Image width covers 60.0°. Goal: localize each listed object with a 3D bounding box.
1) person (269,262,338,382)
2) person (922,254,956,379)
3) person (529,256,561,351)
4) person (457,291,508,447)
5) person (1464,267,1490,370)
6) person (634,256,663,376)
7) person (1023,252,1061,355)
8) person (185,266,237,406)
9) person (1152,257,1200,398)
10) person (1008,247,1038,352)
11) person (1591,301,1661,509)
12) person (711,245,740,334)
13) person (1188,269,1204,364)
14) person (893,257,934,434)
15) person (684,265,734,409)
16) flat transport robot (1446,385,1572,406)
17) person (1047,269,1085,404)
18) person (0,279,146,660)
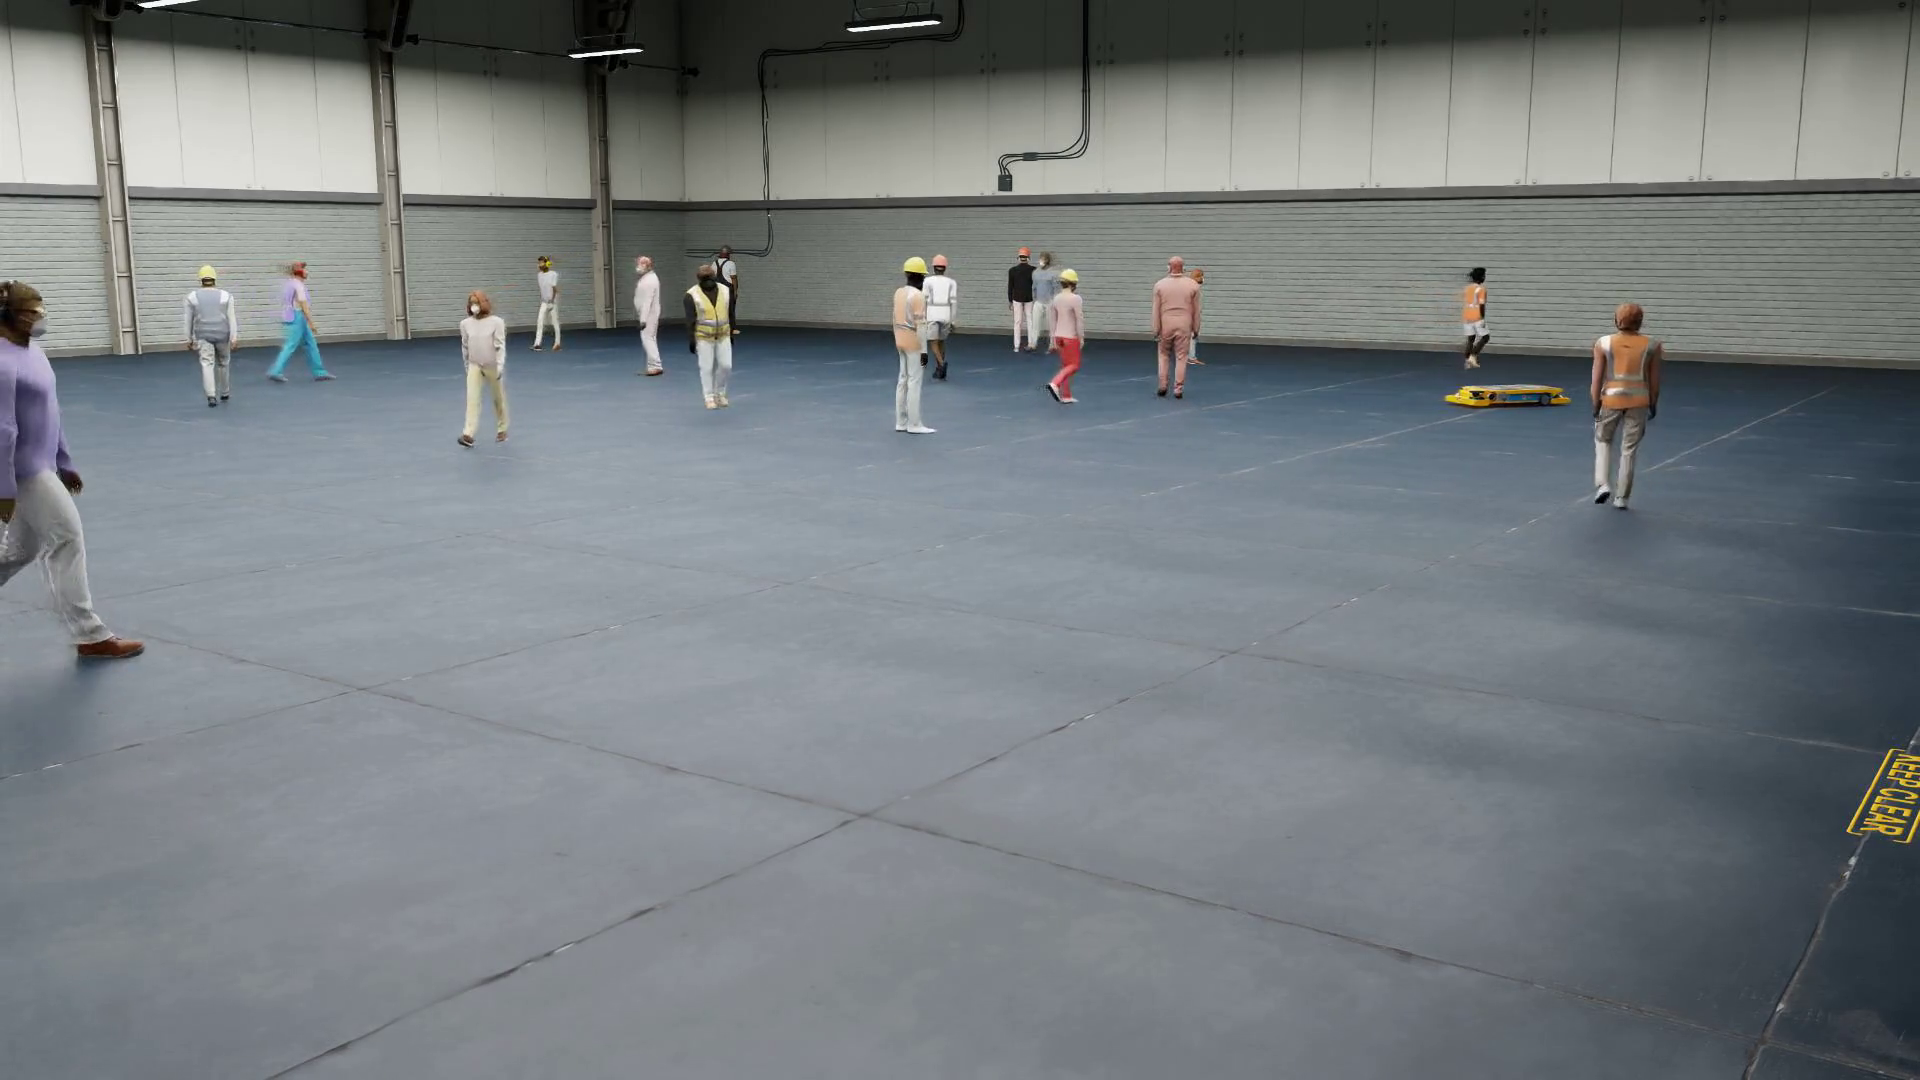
[{"bbox_3d":[-9.946,-3.268,24.976,0.971,1.807,0.562,-5,11,-26],"label":"person"},{"bbox_3d":[-0.306,-3.382,25.282,0.543,1.920,0.786,-3,11,-18],"label":"person"},{"bbox_3d":[-7.989,-4.530,31.983,0.494,1.827,0.905,4,11,23],"label":"person"},{"bbox_3d":[-4.908,-1.760,17.124,0.506,1.585,0.868,1,10,5],"label":"person"},{"bbox_3d":[8.465,-3.622,27.245,0.366,1.685,0.551,-2,10,-13],"label":"person"},{"bbox_3d":[-4.914,-3.517,26.199,0.428,1.876,0.731,-1,10,-4],"label":"person"},{"bbox_3d":[1.527,-4.366,30.836,0.653,1.894,0.976,7,12,33],"label":"person"},{"bbox_3d":[-9.642,-2.624,21.419,0.611,1.786,0.943,-4,11,-20],"label":"person"},{"bbox_3d":[2.921,-2.875,22.504,0.640,1.888,0.724,1,10,6],"label":"person"},{"bbox_3d":[1.227,-4.600,31.912,0.619,1.995,0.392,1,10,8],"label":"person"},{"bbox_3d":[5.208,-1.050,13.045,0.520,1.626,0.382,3,11,16],"label":"person"},{"bbox_3d":[-5.352,-5.756,38.229,0.688,2.000,0.536,6,12,30],"label":"person"},{"bbox_3d":[4.084,-3.858,28.740,0.282,1.633,0.500,0,10,1],"label":"person"},{"bbox_3d":[-0.506,-2.125,18.219,0.387,1.922,0.593,-6,12,-30],"label":"person"},{"bbox_3d":[-3.110,-2.525,20.791,0.656,1.808,0.474,-5,11,-27],"label":"person"},{"bbox_3d":[7.072,-1.872,21.429,1.431,0.197,0.652,-3,11,-16],"label":"flat transport robot"},{"bbox_3d":[1.348,-2.610,21.420,0.536,1.747,0.536,-7,13,-36],"label":"person"},{"bbox_3d":[-4.639,-0.323,8.178,0.952,1.911,0.628,-3,11,-18],"label":"person"}]
